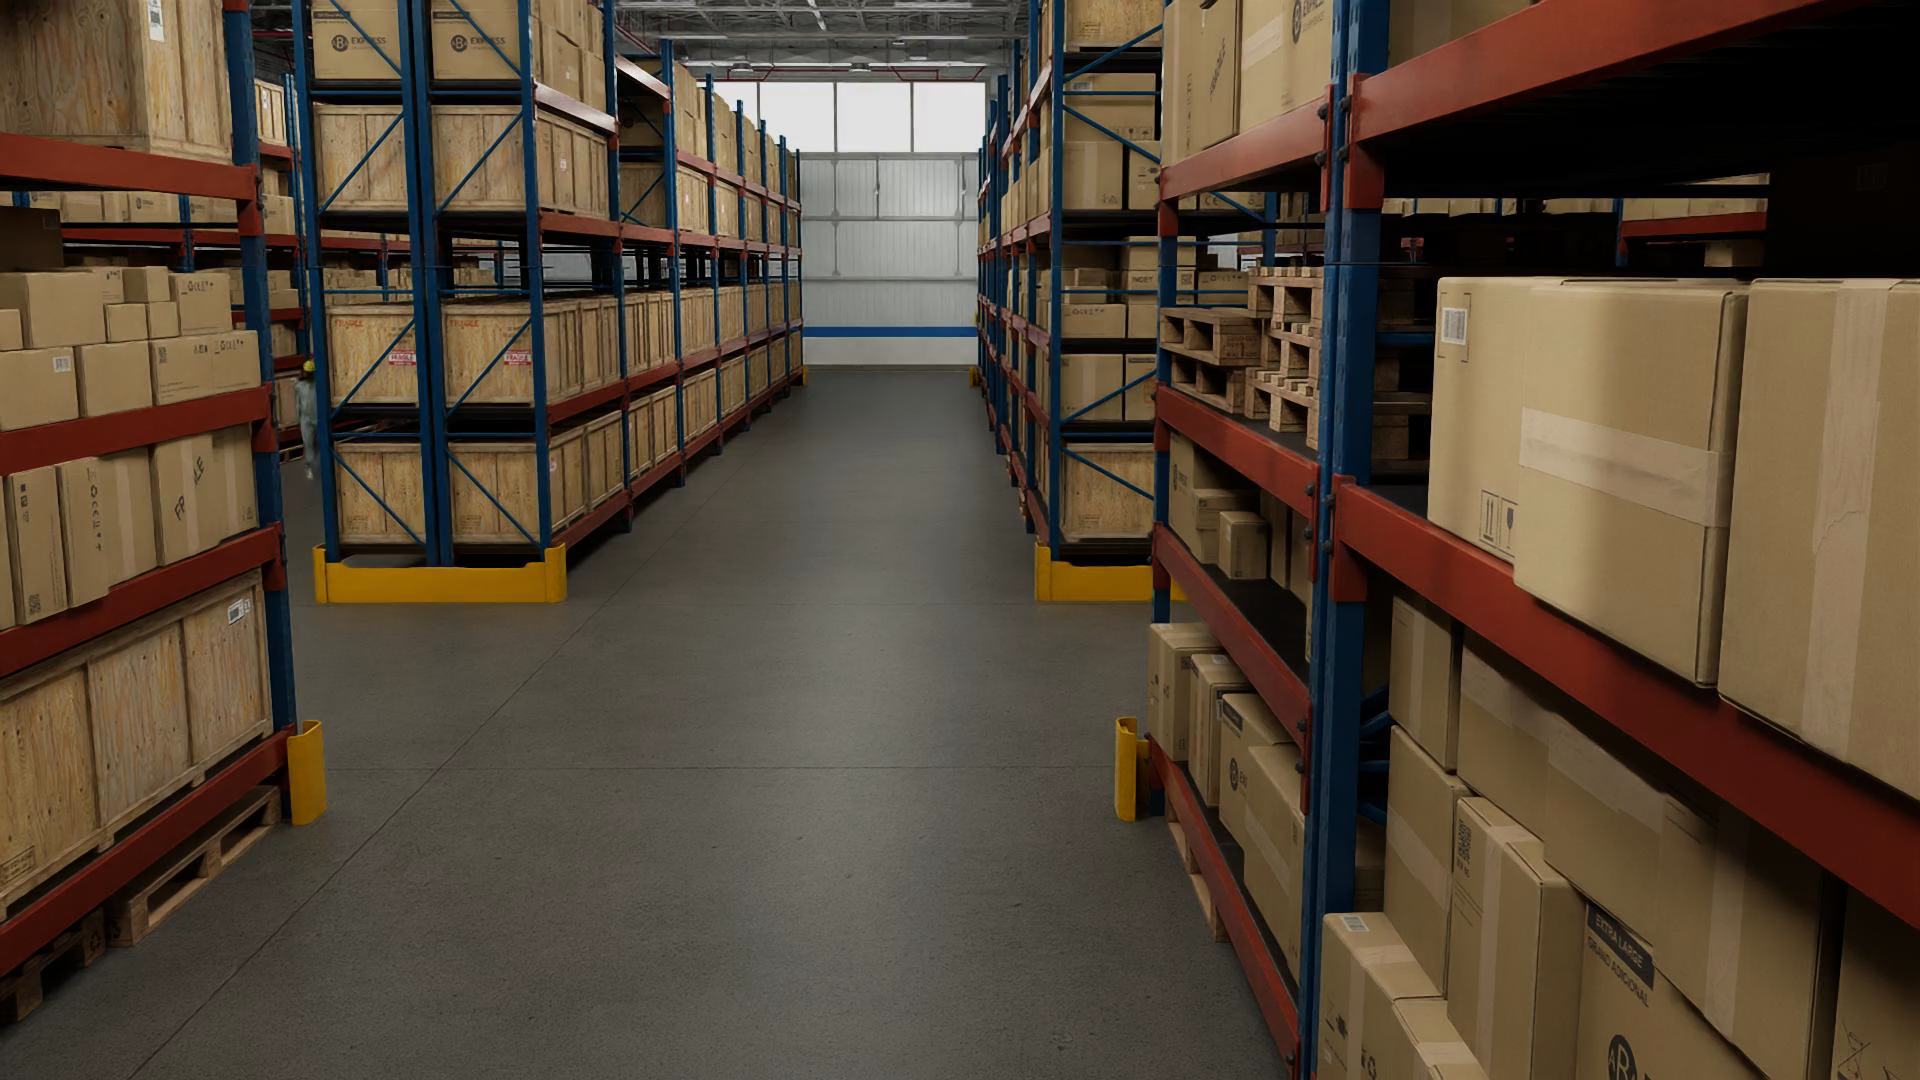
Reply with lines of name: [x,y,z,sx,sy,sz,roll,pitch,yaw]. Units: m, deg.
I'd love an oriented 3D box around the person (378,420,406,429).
person: [-8.908,-2.158,26.103,0.666,1.889,0.594,-3,10,-16]

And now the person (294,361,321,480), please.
person: [-9.429,-1.769,24.291,0.493,1.710,0.869,-2,10,-13]
